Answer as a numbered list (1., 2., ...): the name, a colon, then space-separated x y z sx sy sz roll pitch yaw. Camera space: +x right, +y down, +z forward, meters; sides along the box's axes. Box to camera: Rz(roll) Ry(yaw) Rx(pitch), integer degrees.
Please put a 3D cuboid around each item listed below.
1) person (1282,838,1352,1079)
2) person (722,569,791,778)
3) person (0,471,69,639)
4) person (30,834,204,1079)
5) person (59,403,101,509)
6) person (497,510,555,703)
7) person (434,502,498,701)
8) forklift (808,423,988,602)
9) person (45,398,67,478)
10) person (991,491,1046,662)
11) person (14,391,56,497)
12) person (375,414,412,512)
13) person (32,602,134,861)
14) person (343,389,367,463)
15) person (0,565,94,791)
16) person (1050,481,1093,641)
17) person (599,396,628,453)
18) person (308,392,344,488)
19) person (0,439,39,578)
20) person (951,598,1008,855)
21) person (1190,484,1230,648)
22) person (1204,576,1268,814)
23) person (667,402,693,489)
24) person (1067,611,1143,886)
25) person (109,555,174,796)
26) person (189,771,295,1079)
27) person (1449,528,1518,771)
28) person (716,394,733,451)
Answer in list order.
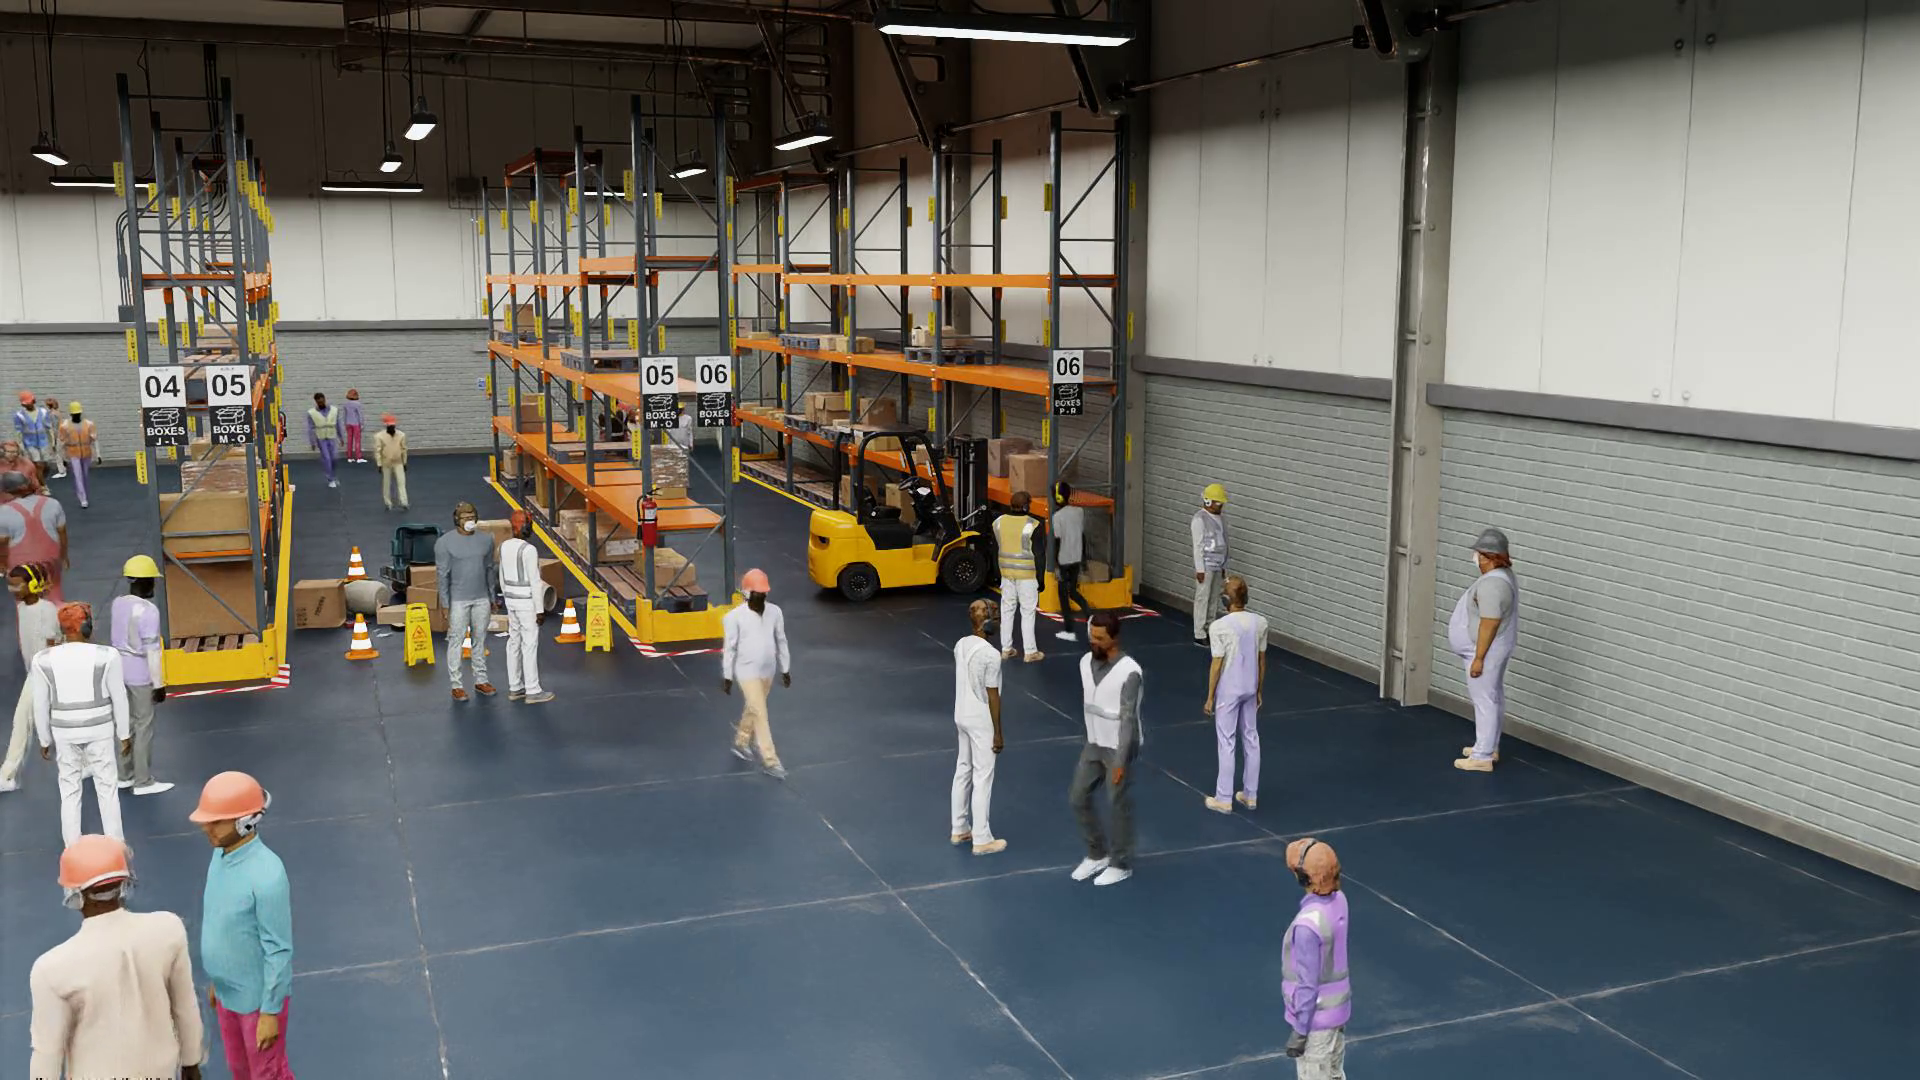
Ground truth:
1. person: 1.594 2.138 7.461 0.315 1.636 0.515 5 10 27
2. person: -1.696 1.076 13.932 0.576 1.708 0.884 -8 12 -42
3. person: -10.339 0.178 18.525 0.712 2.000 0.540 -7 12 -39
4. person: -3.279 2.118 6.505 0.509 1.973 0.639 5 11 31
5. person: -15.774 -1.530 29.805 0.606 1.885 0.975 -7 12 -39
6. person: -4.222 0.640 16.116 0.576 1.883 0.355 7 12 39
7. person: -4.801 0.590 16.257 0.372 1.940 0.632 9 12 43
8. forklift: -0.830 -0.399 21.676 2.313 2.155 1.214 -4 10 -21
9. person: -18.503 -2.086 34.042 0.312 1.636 0.518 -3 10 -20
10. person: 0.651 0.384 17.856 0.636 1.842 0.429 6 11 32
11. person: -17.255 -1.794 31.062 0.666 2.001 0.471 -8 12 -41
12. person: -9.889 -1.331 29.046 0.576 1.709 0.880 -6 11 -35
13. person: -6.090 1.362 11.568 0.583 1.881 0.337 -3 9 -16
14. person: -13.406 -2.522 36.798 0.498 1.634 0.281 3 10 20
15. person: -7.413 1.119 13.298 0.541 1.827 0.940 4 10 26
16. person: 1.261 0.253 18.656 0.563 1.841 0.530 -8 12 -40
17. person: -6.325 -1.692 30.289 0.374 2.043 0.612 8 12 42
18. person: -12.335 -1.949 32.404 0.647 1.886 0.444 -7 11 -36
19. person: -13.012 -0.439 22.880 0.673 1.912 0.396 -8 12 -42
20. person: 0.138 1.329 11.942 0.349 1.837 0.502 -6 11 -34
21. person: 2.803 0.278 18.564 0.404 1.828 0.587 6 11 34
22. person: 2.115 1.186 12.800 0.505 1.844 0.346 -4 10 -24
23. person: -5.412 -1.845 32.120 0.533 1.767 0.323 -3 10 -21
24. person: 0.969 1.412 11.207 0.524 1.897 0.594 -7 12 -39
25. person: -6.553 1.072 13.328 0.601 1.913 0.422 7 11 36
26. person: -3.143 1.979 7.329 0.611 1.996 0.375 8 12 42
27. person: 4.374 0.904 13.954 0.538 2.000 0.684 5 10 28
28. person: -5.596 -2.916 39.003 0.569 1.729 0.659 0 9 2
